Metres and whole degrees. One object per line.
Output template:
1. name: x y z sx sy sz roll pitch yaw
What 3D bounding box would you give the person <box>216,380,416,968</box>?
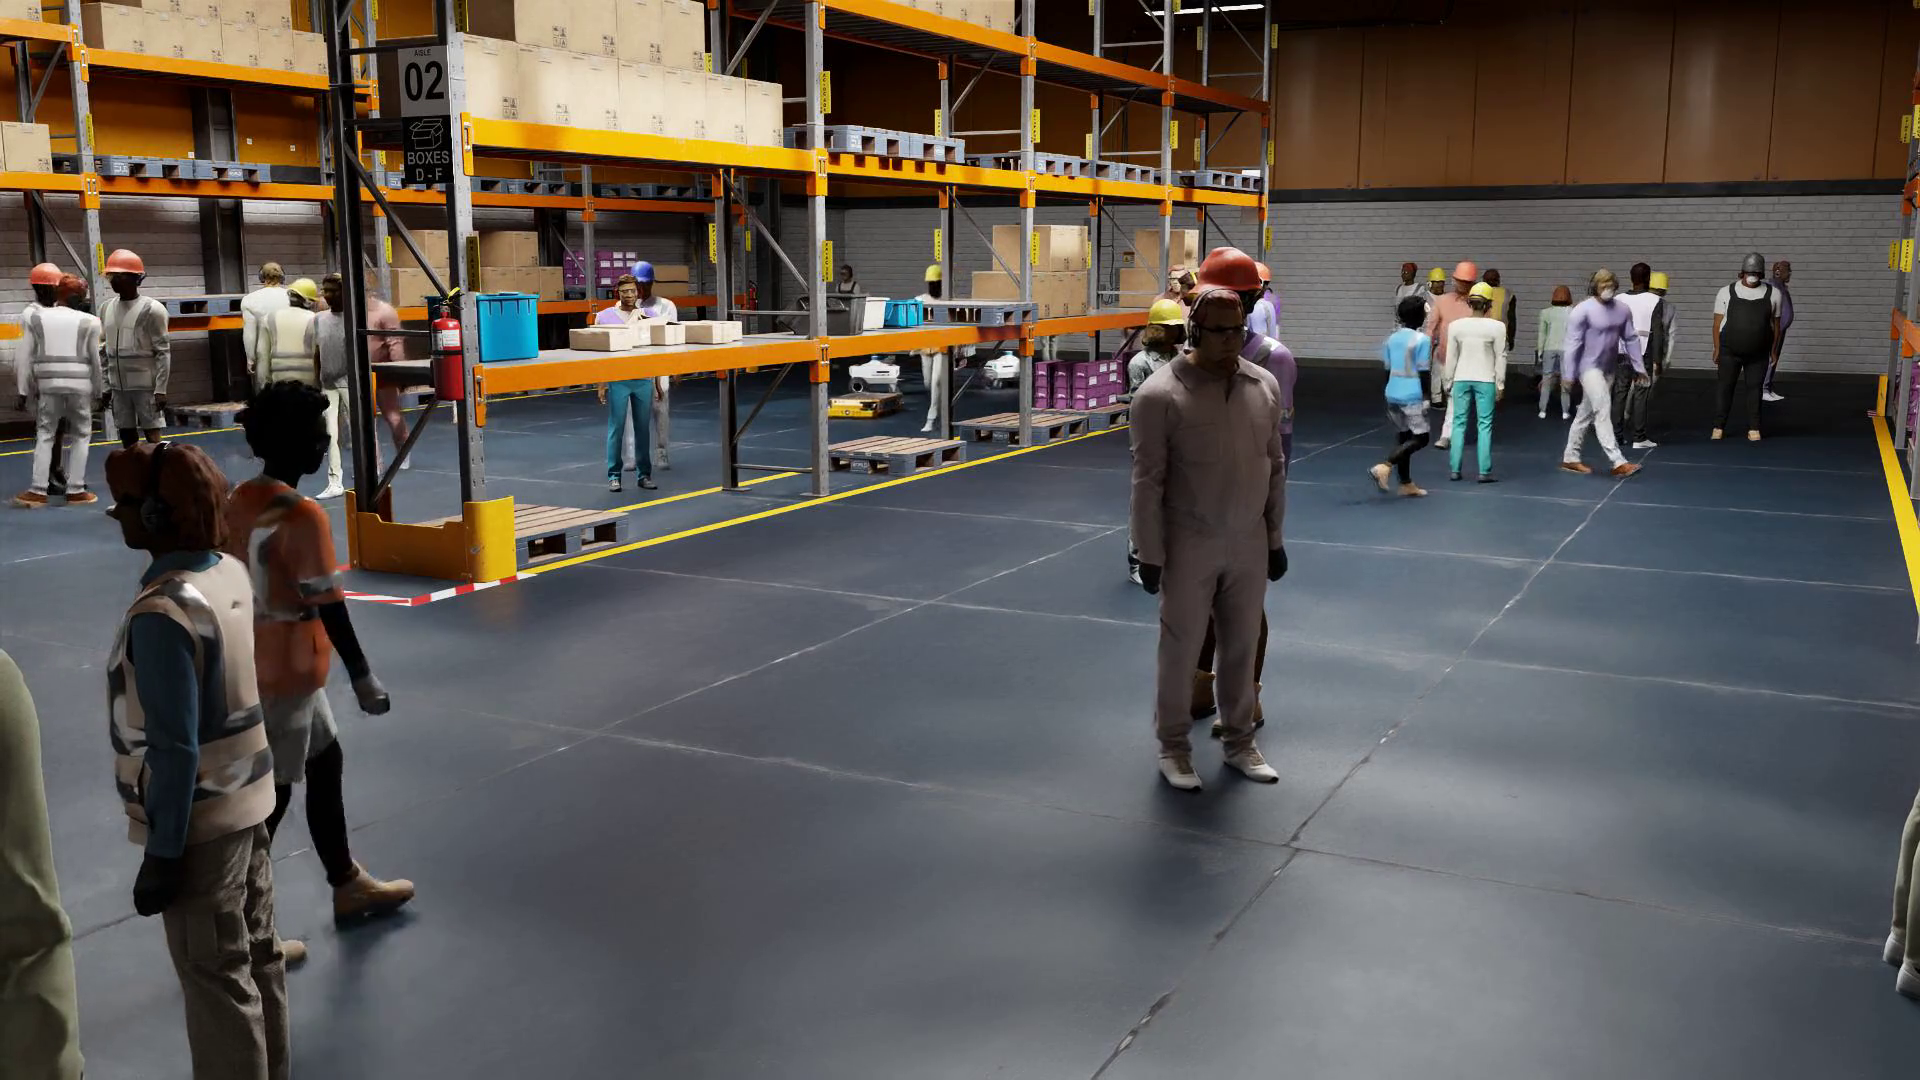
1. person: -1.849 0.380 4.761 0.753 1.667 0.544 -8 12 -38

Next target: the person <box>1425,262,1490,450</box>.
1. person: 5.174 -1.921 17.331 0.619 1.935 1.083 7 12 34

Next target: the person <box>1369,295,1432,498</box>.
1. person: 3.618 -1.157 13.578 0.544 1.684 0.546 -3 10 -17

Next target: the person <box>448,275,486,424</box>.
1. person: -5.913 -2.307 19.895 0.659 1.818 0.598 0 10 1

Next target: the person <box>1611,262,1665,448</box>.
1. person: 7.015 -1.912 17.289 0.392 1.922 0.593 -8 12 -38

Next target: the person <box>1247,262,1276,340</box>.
1. person: 2.650 -1.516 14.947 0.374 1.939 0.545 3 10 18

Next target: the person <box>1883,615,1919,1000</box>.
1. person: 2.754 0.327 4.477 0.311 1.869 0.533 4 11 24

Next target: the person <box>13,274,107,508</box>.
1. person: -7.223 -1.190 13.303 0.727 1.852 0.433 -3 10 -16

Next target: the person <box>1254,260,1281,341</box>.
1. person: 3.341 -2.189 18.850 0.551 1.934 0.375 -1 10 -3

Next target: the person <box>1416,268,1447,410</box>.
1. person: 6.095 -2.577 21.394 0.590 1.833 0.404 -3 10 -18

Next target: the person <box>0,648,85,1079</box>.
1. person: -1.303 0.721 1.832 0.623 1.993 0.384 -1 10 -4

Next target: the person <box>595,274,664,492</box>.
1. person: -2.819 -1.338 14.184 0.570 1.843 0.373 -5 11 -28

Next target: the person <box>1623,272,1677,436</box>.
1. person: 7.605 -2.050 18.410 0.608 1.810 0.426 1 10 6

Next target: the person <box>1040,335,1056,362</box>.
1. person: 1.385 -3.507 26.599 0.609 1.890 0.665 -2 10 -13

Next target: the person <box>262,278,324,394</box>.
1. person: -6.031 -1.475 15.134 0.609 1.800 0.475 0 10 -1

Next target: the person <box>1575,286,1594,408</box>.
1. person: 8.228 -2.501 21.559 0.299 1.624 0.507 -4 11 -24

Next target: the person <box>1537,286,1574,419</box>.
1. person: 7.330 -2.296 20.378 0.498 1.626 0.288 5 11 26

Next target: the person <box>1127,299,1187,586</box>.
1. person: 1.241 -0.592 10.159 0.493 1.743 0.297 -7 12 -37

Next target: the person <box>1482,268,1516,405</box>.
1. person: 6.943 -2.646 21.822 0.633 1.824 0.441 2 10 11

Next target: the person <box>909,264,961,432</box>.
1. person: -0.254 -2.205 19.066 0.593 1.903 0.865 5 11 25

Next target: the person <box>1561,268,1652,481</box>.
1. person: 5.796 -1.474 14.875 0.668 1.868 1.006 -5 11 -29

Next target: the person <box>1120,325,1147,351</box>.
1. person: 2.597 -3.109 24.101 0.700 1.981 0.453 0 10 2

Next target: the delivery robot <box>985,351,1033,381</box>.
1. delivery robot: 0.728 -2.572 24.793 0.707 0.478 0.477 -6 11 -30

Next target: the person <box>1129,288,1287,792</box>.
1. person: 0.953 0.004 6.288 0.653 1.894 0.401 -4 11 -24

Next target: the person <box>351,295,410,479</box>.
1. person: -5.344 -1.514 15.213 0.706 1.860 0.905 2 10 9

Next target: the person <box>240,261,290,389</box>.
1. person: -6.858 -1.821 16.711 0.629 1.939 0.371 -6 11 -30

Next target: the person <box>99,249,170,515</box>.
1. person: -6.356 -1.198 12.791 0.607 2.048 0.369 3 10 16

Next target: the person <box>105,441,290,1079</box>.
1. person: -1.617 0.603 3.543 0.310 1.642 0.514 -2 10 -9

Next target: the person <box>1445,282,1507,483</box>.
1. person: 4.563 -1.387 14.704 0.533 1.765 0.330 7 12 34

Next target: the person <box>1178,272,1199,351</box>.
1. person: 1.962 -1.310 13.972 0.329 1.865 0.512 -1 10 -3

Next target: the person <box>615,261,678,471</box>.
1. person: -2.916 -1.606 15.444 0.614 1.945 0.404 -1 10 -5

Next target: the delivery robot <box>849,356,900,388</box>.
1. delivery robot: -1.208 -2.370 23.620 0.707 0.478 0.477 0 10 0

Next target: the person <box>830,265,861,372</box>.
1. person: -1.951 -3.757 28.311 0.513 1.809 0.898 4 11 22

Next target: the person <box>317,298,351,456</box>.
1. person: -6.318 -1.649 16.740 0.515 1.585 0.899 7 12 35

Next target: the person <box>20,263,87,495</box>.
1. person: -7.613 -1.349 13.986 0.372 1.934 0.551 -1 10 -7

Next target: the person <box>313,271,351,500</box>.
1. person: -5.072 -1.252 13.611 0.512 1.874 0.328 2 10 10

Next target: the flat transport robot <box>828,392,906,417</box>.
1. flat transport robot: -1.188 -1.711 20.897 0.652 0.197 1.431 3 10 14

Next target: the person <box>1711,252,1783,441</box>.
1. person: 8.479 -2.083 17.937 0.676 2.000 0.536 4 10 20

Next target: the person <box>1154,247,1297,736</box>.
1. person: 1.109 -0.198 7.013 0.371 2.044 0.608 -8 13 -40

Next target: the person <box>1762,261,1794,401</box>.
1. person: 11.216 -2.864 22.846 0.403 1.906 0.651 7 12 36

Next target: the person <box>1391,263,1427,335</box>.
1. person: 6.414 -3.027 23.854 0.355 1.883 0.572 -6 11 -30

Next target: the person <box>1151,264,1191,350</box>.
1. person: 2.226 -1.856 17.015 0.652 1.904 0.402 4 10 19
